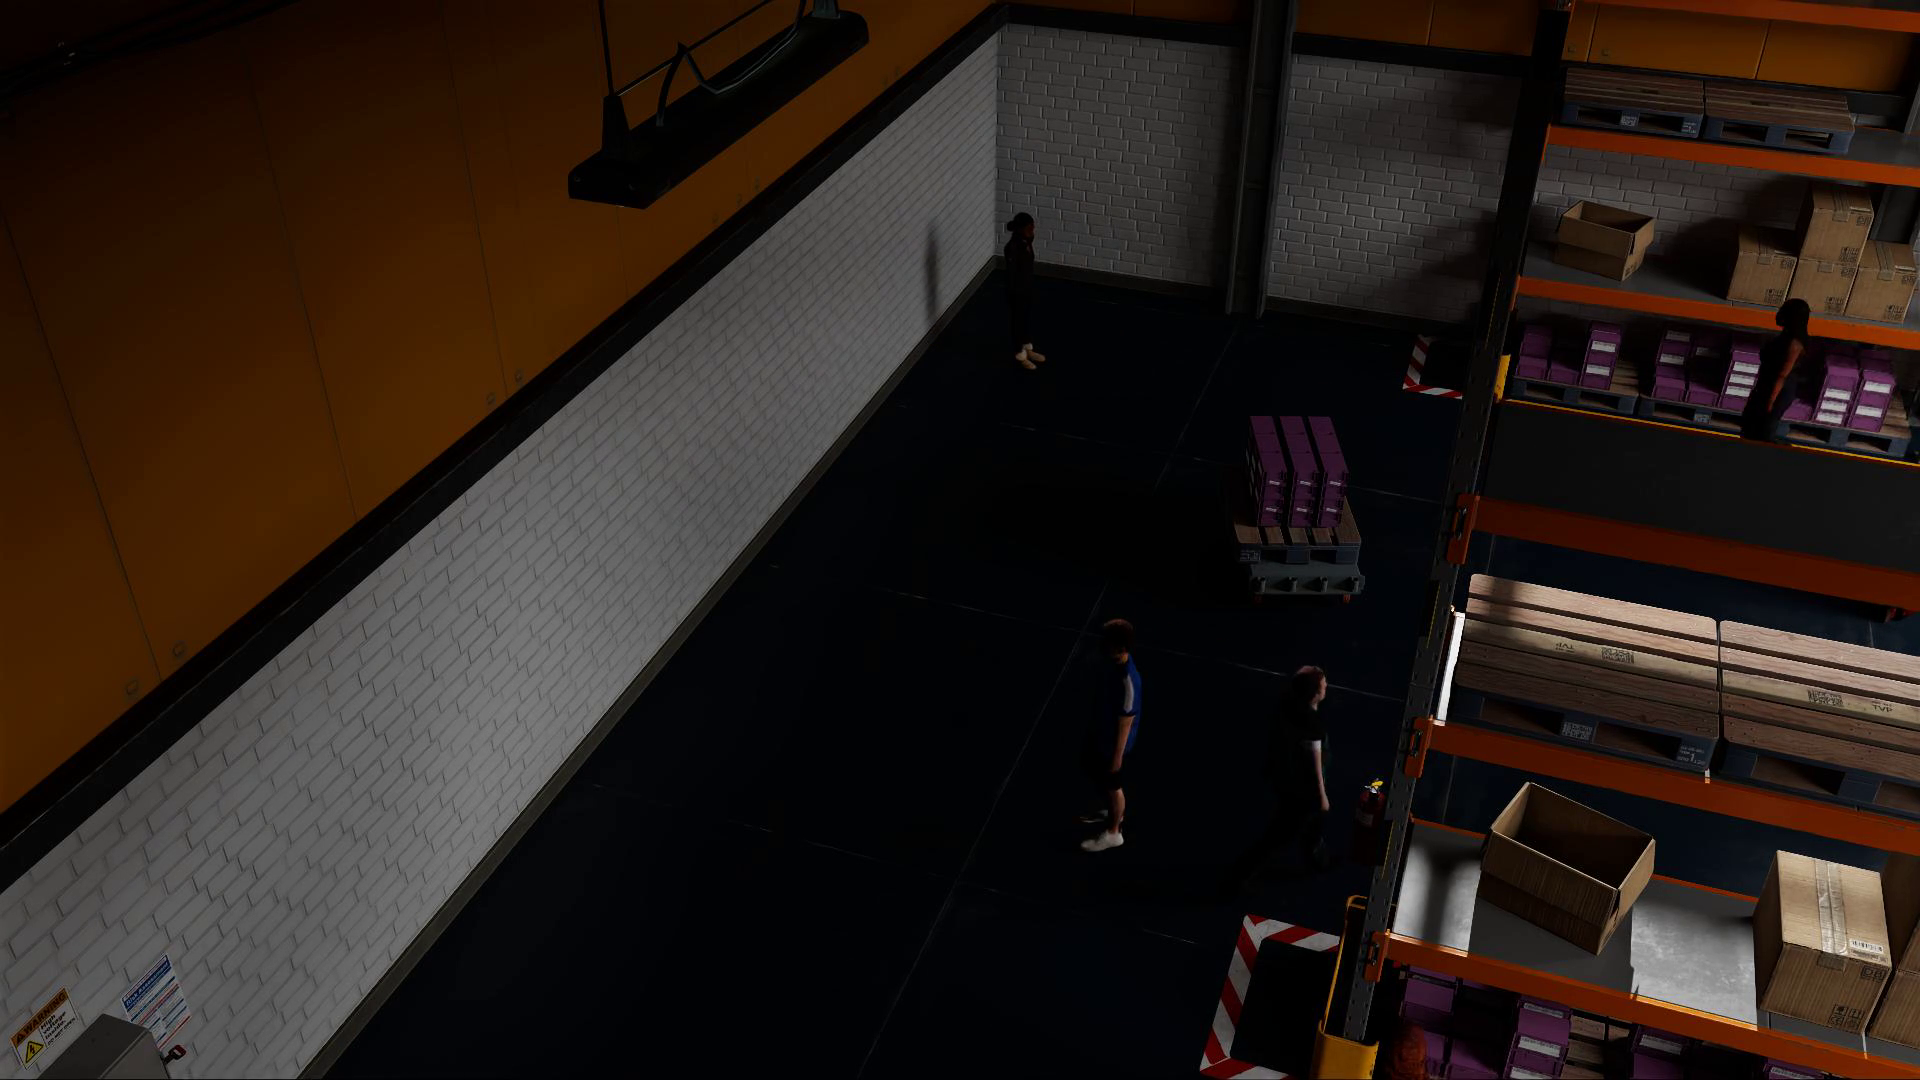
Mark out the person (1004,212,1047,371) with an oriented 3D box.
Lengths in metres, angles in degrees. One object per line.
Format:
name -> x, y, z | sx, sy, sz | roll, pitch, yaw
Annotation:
person -> 0.596, -2.550, 16.915 | 0.570, 1.662, 0.641 | 11, 35, 17

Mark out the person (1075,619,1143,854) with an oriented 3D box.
person -> 1.039, 1.290, 10.958 | 0.816, 1.861, 0.772 | -10, 35, -14

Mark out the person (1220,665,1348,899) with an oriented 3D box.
person -> 2.070, 1.586, 10.565 | 1.247, 1.804, 1.023 | -6, 34, -9

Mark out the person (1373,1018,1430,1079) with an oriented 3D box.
person -> 2.185, 3.114, 8.307 | 1.078, 1.757, 0.821 | 23, 40, 31

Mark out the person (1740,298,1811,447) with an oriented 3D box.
person -> 7.386, -1.294, 14.905 | 1.032, 1.795, 0.681 | 14, 36, 19
